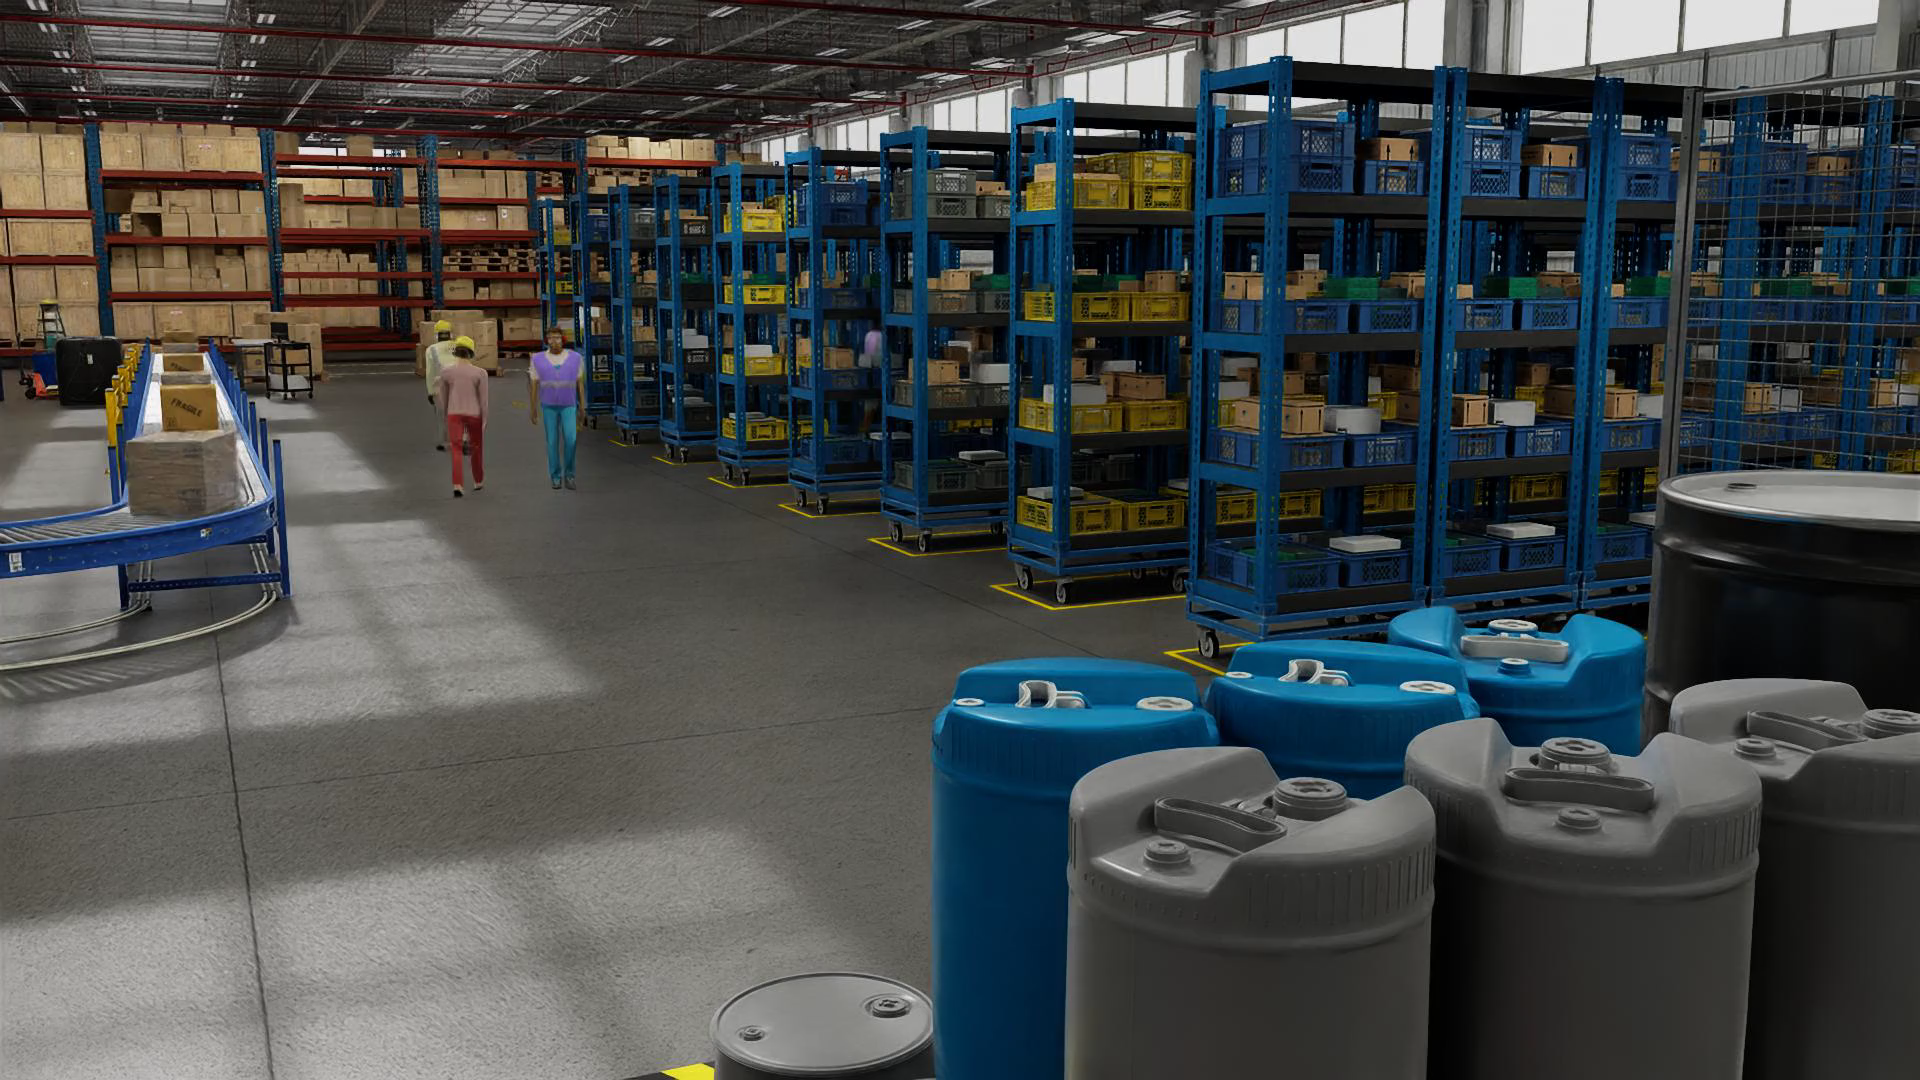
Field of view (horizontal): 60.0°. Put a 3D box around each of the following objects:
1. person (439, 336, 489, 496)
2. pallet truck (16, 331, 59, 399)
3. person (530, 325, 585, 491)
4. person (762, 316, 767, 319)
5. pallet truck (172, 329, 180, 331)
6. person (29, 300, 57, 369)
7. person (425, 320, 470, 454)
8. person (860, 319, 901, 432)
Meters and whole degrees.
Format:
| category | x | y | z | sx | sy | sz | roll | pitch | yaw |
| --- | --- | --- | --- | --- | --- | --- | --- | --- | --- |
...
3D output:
| category | x | y | z | sx | sy | sz | roll | pitch | yaw |
| --- | --- | --- | --- | --- | --- | --- | --- | --- | --- |
| person | -5.371 | -1.351 | 18.042 | 0.523 | 1.726 | 0.898 | -2 | 9 | -13 |
| pallet truck | -17.082 | -3.353 | 31.781 | 1.630 | 1.274 | 0.653 | -4 | 10 | -25 |
| person | -4.424 | -1.440 | 18.300 | 0.595 | 1.818 | 0.722 | -2 | 9 | -15 |
| person | -4.881 | -4.894 | 40.354 | 0.541 | 1.612 | 0.465 | -1 | 9 | -7 |
| pallet truck | -17.275 | -3.851 | 35.096 | 1.601 | 1.201 | 0.680 | 0 | 9 | 1 |
| person | -22.199 | -4.958 | 40.377 | 0.878 | 1.722 | 0.549 | -5 | 11 | -30 |
| person | -6.757 | -2.021 | 22.038 | 0.601 | 1.791 | 0.925 | -4 | 10 | -25 |
| person | -0.910 | -2.000 | 21.226 | 0.976 | 2.003 | 0.613 | -6 | 11 | -34 |
